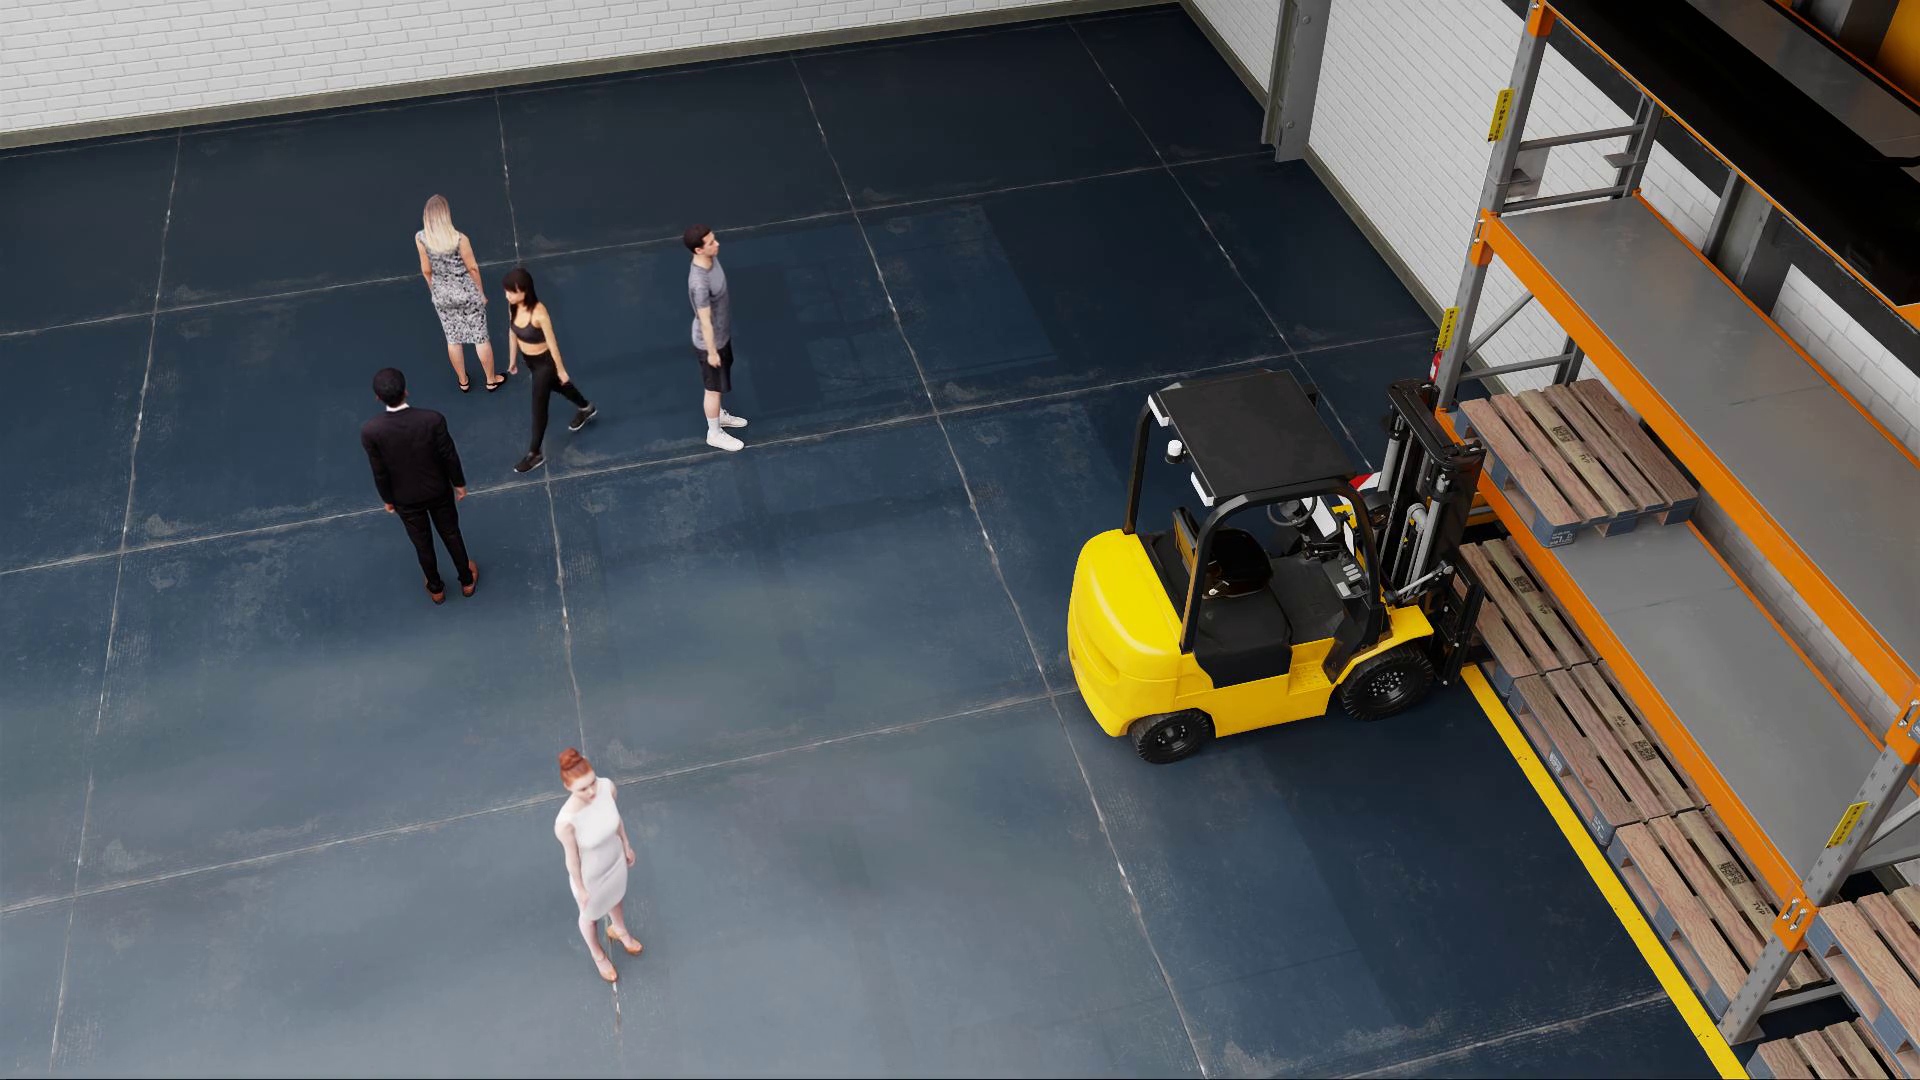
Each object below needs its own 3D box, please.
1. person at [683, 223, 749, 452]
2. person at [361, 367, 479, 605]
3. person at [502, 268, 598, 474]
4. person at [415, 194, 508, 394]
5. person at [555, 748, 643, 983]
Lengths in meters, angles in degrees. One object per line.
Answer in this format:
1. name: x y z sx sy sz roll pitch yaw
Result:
1. person: -1.822 -1.508 12.168 0.776 1.871 0.606 2 44 2
2. person: -3.553 -0.342 10.937 0.714 1.881 0.568 -15 46 -15
3. person: -3.007 -1.335 12.182 1.096 1.602 1.071 28 50 27
4. person: -3.832 -1.850 12.649 0.630 1.703 0.595 2 44 3
5. person: -1.924 1.727 8.831 0.672 1.791 0.629 26 49 24
